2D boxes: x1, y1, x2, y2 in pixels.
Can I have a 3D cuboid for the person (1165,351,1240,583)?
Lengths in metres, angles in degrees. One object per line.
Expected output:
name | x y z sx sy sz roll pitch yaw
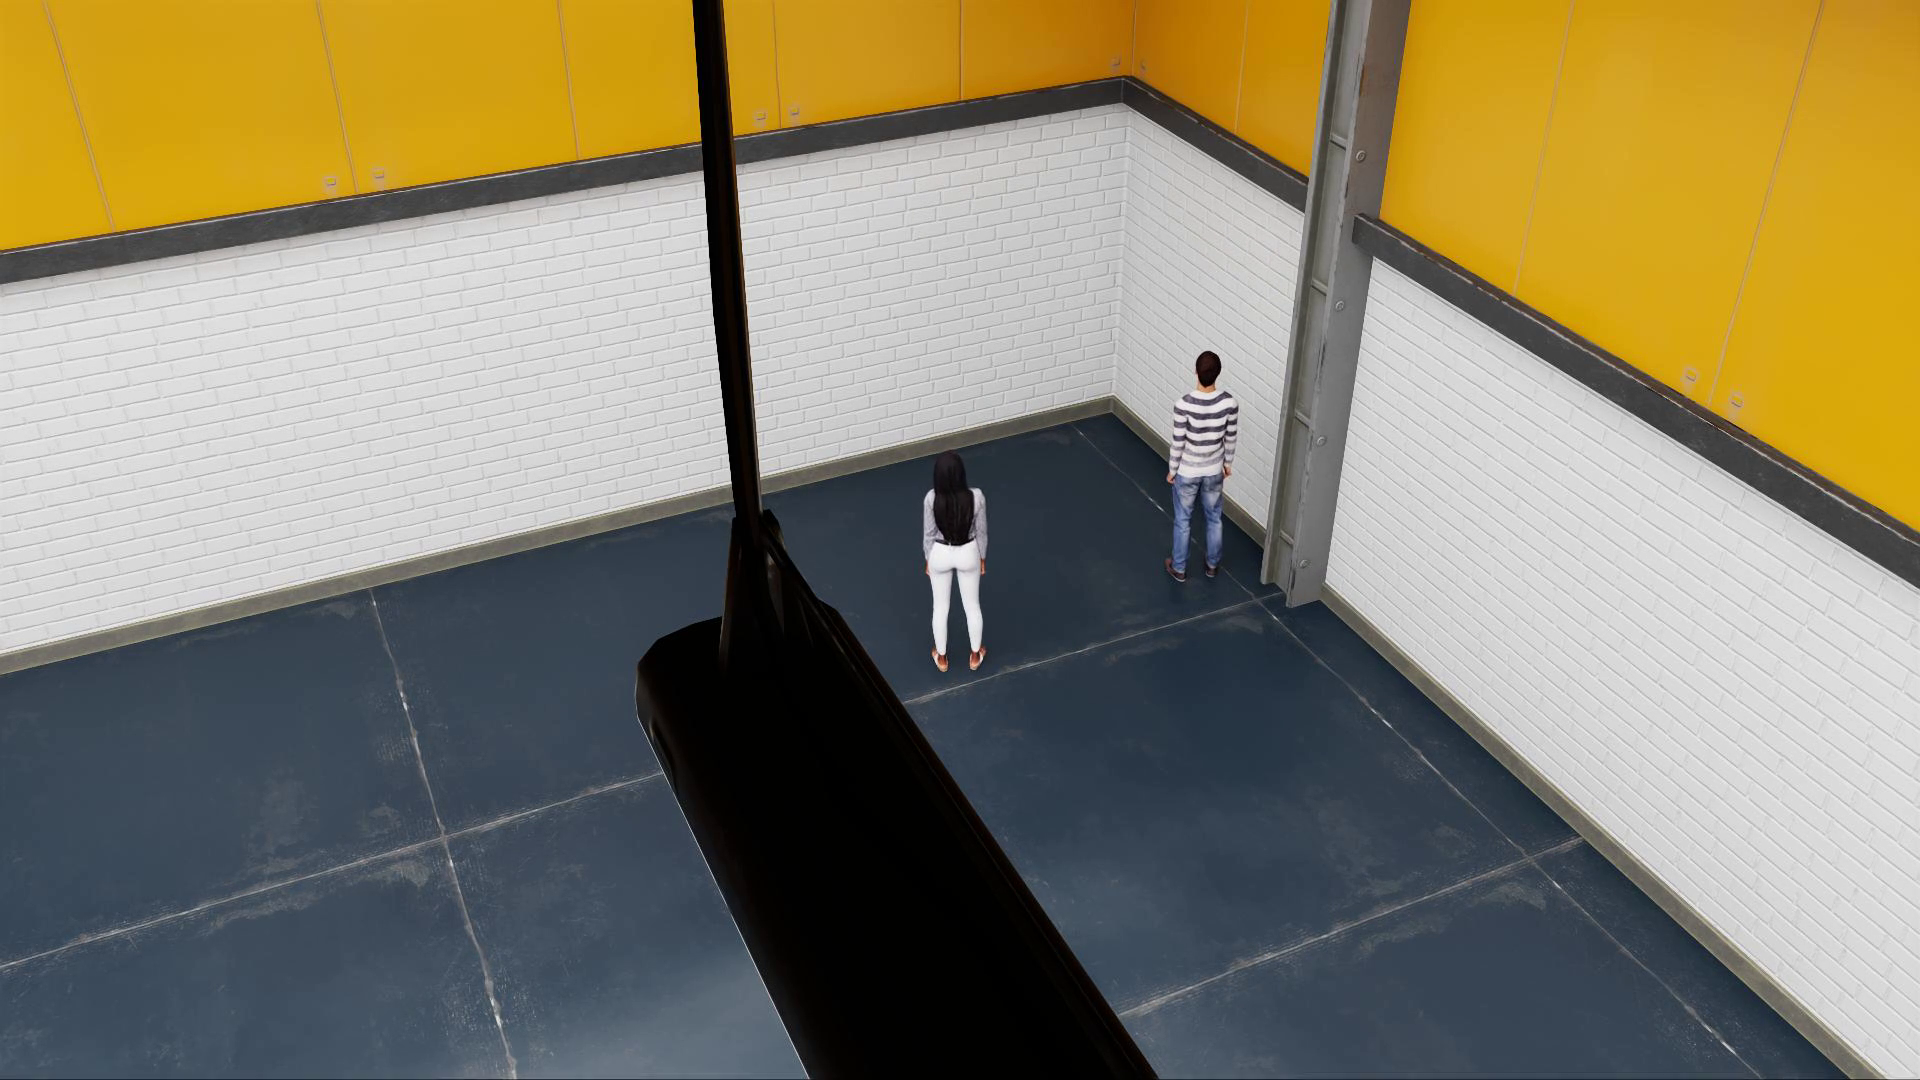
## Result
person | 1.770 -0.537 12.267 0.705 1.852 0.638 -5 34 -7

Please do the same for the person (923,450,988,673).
person | -0.036 0.145 11.358 0.661 1.722 0.646 -1 34 -1
